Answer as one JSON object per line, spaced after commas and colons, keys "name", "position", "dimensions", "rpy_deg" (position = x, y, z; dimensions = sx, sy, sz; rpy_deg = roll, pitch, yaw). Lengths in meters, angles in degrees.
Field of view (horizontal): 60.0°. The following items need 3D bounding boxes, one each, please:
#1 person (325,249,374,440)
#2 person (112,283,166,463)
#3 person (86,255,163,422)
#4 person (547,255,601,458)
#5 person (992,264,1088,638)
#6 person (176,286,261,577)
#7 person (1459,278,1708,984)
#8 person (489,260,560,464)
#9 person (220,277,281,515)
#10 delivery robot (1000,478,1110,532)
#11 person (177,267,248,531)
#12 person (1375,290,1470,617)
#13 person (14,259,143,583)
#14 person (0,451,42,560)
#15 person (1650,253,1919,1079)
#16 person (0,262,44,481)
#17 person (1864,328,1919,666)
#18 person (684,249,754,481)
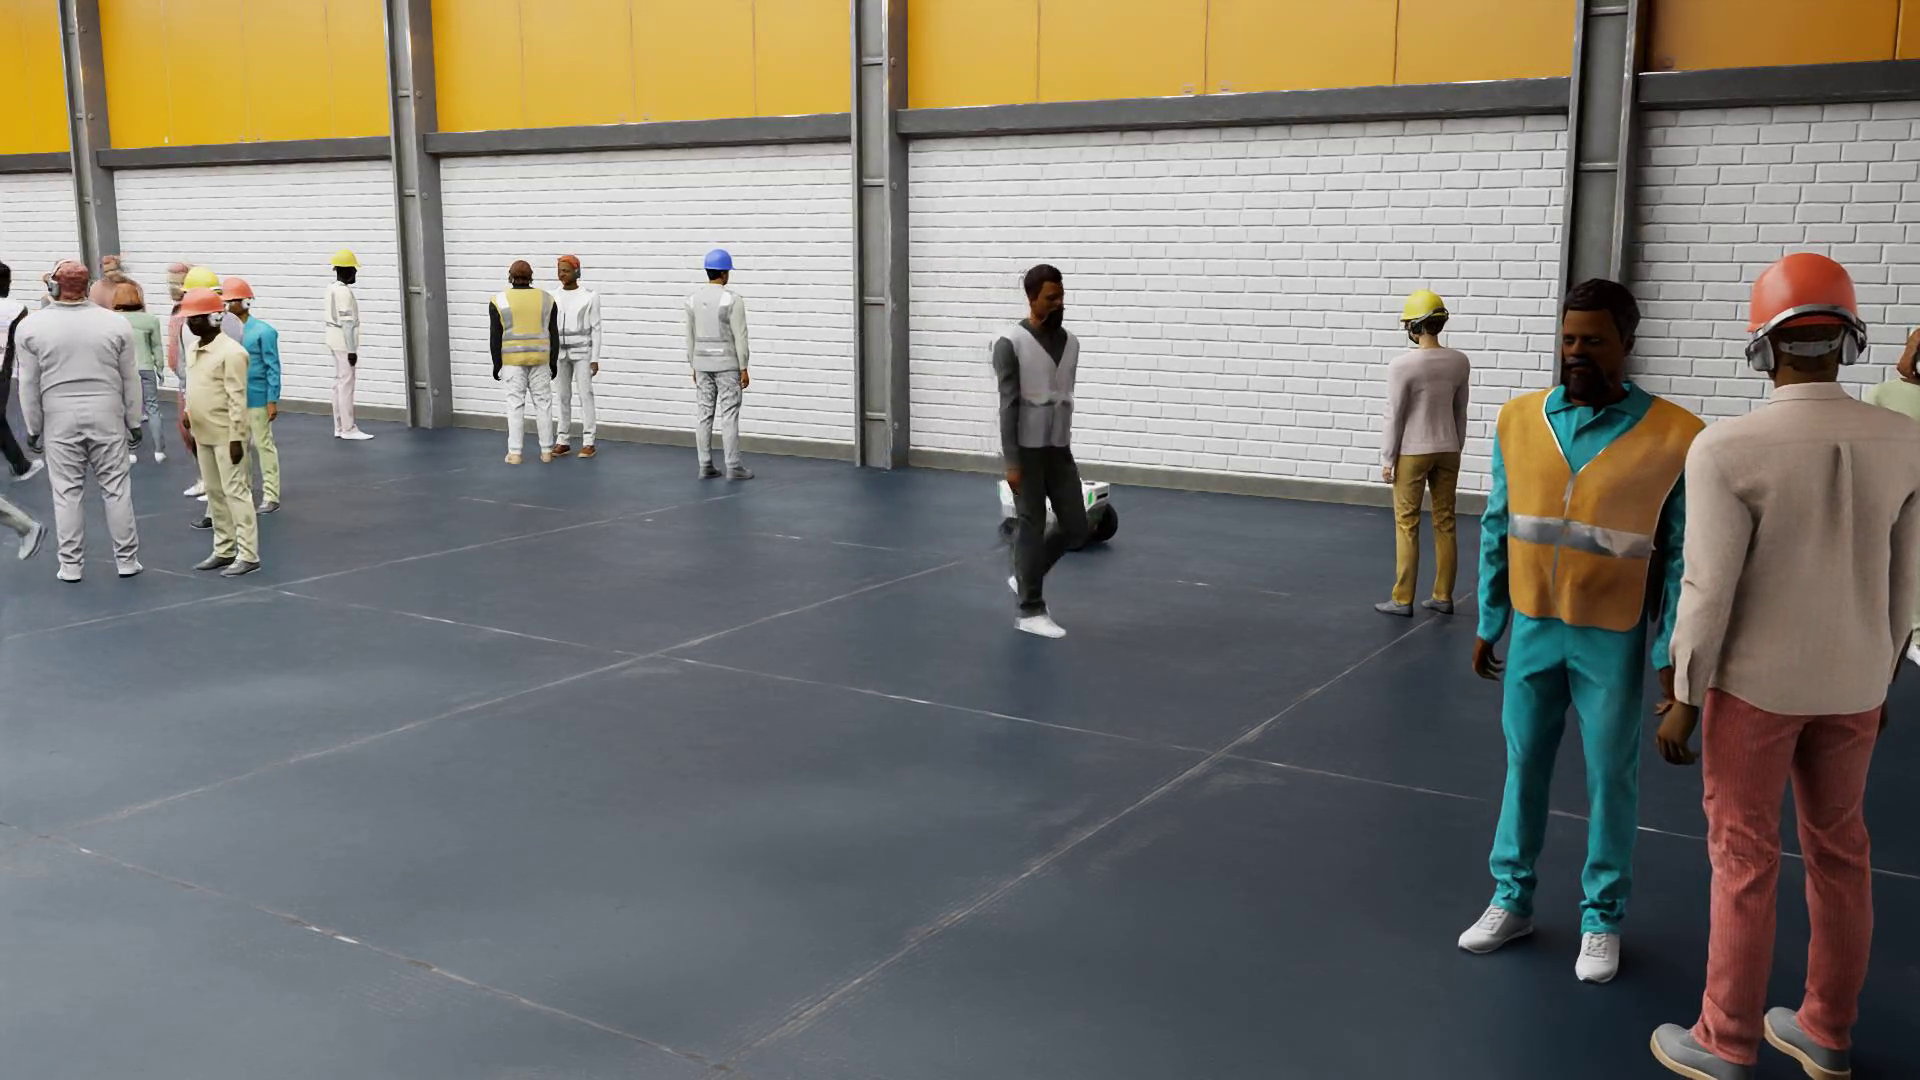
{"name": "person", "position": [-6.242, -1.981, 16.921], "dimensions": [0.384, 1.928, 0.589], "rpy_deg": [-6, 12, -31]}
{"name": "person", "position": [-7.532, -1.520, 15.174], "dimensions": [0.507, 1.634, 0.271], "rpy_deg": [-8, 13, -37]}
{"name": "person", "position": [-9.093, -2.165, 18.127], "dimensions": [0.478, 1.863, 0.790], "rpy_deg": [5, 11, 25]}
{"name": "person", "position": [-3.620, -1.704, 15.511], "dimensions": [0.575, 1.882, 0.355], "rpy_deg": [2, 10, 13]}
{"name": "person", "position": [0.408, -0.447, 8.488], "dimensions": [0.593, 1.904, 0.443], "rpy_deg": [-9, 14, -41]}
{"name": "person", "position": [-4.514, -0.654, 10.069], "dimensions": [0.570, 1.746, 0.345], "rpy_deg": [8, 13, 36]}
{"name": "person", "position": [1.719, 0.247, 4.600], "dimensions": [0.587, 1.920, 0.394], "rpy_deg": [8, 13, 39]}
{"name": "person", "position": [-3.952, -1.610, 15.105], "dimensions": [0.625, 1.844, 0.429], "rpy_deg": [-5, 11, -26]}
{"name": "person", "position": [-5.287, -1.055, 12.292], "dimensions": [0.563, 1.743, 0.348], "rpy_deg": [3, 11, 18]}
{"name": "delivery robot", "position": [0.627, -0.288, 11.084], "dimensions": [0.707, 0.478, 0.477], "rpy_deg": [5, 12, 28]}
{"name": "person", "position": [-5.240, -0.980, 11.635], "dimensions": [0.403, 1.835, 0.588], "rpy_deg": [2, 10, 9]}
{"name": "person", "position": [2.487, -0.458, 8.963], "dimensions": [0.524, 1.761, 0.339], "rpy_deg": [-4, 11, -20]}
{"name": "person", "position": [-5.204, -0.703, 9.883], "dimensions": [0.648, 1.912, 0.409], "rpy_deg": [-6, 12, -30]}
{"name": "person", "position": [-6.000, -0.609, 10.169], "dimensions": [0.520, 1.629, 0.434], "rpy_deg": [7, 12, 33]}
{"name": "person", "position": [1.934, 0.334, 3.919], "dimensions": [0.612, 1.990, 0.392], "rpy_deg": [-2, 10, -10]}
{"name": "person", "position": [-7.893, -1.340, 13.603], "dimensions": [0.594, 1.849, 1.077], "rpy_deg": [1, 10, 4]}
{"name": "person", "position": [4.516, -0.202, 7.879], "dimensions": [0.507, 1.631, 0.273], "rpy_deg": [3, 11, 17]}
{"name": "person", "position": [-2.030, -1.468, 14.020], "dimensions": [0.605, 1.948, 0.391], "rpy_deg": [5, 11, 27]}
